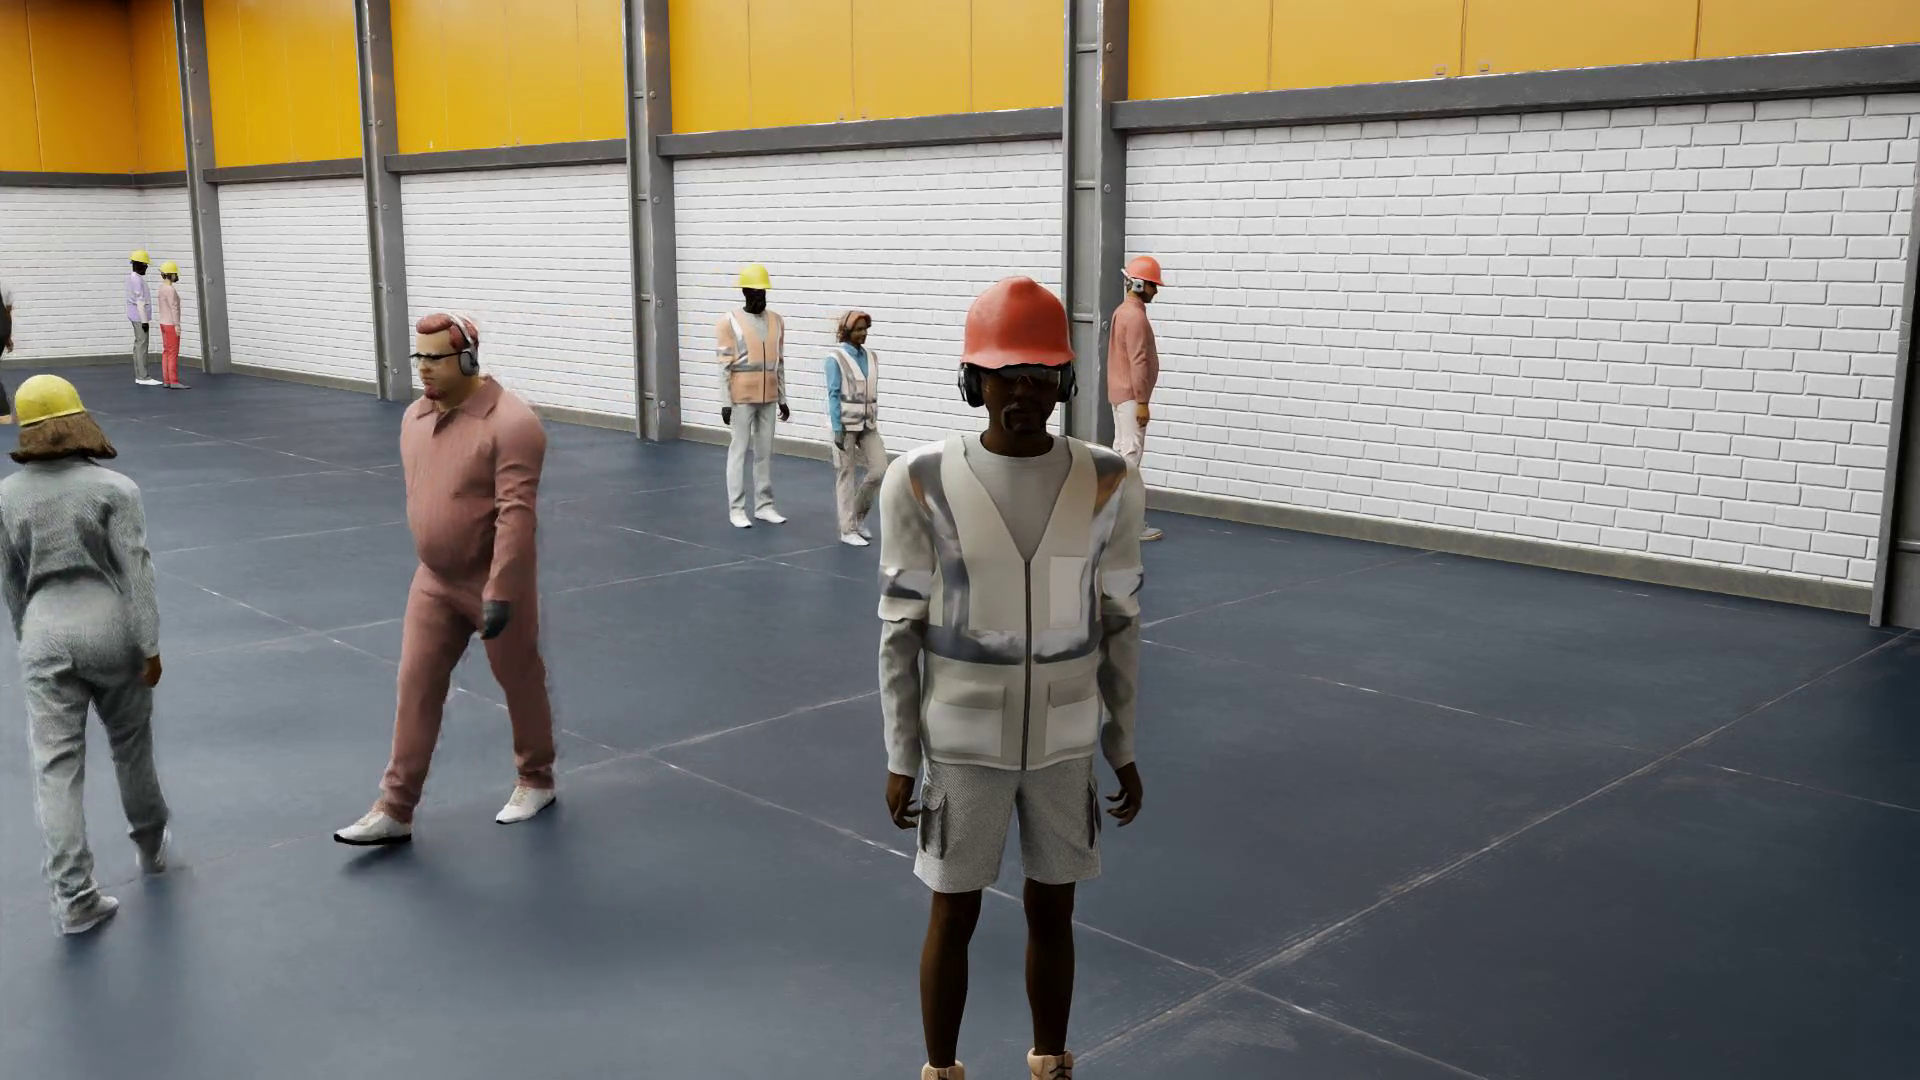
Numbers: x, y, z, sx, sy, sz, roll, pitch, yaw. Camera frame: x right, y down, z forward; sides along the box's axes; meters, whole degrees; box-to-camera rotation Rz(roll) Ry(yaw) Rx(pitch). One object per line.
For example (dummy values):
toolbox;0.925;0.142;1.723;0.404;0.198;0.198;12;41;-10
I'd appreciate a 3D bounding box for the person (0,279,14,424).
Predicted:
person;-11.125;-2.322;18.806;0.840;2.000;0.700;2;11;8

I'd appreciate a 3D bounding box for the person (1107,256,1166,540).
person;1.239;-0.999;11.748;0.397;1.984;0.608;-1;10;-6

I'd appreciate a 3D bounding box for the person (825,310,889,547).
person;-0.707;-0.754;11.380;0.376;1.623;0.526;9;14;42

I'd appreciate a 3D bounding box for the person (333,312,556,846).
person;-1.770;0.157;5.794;0.645;1.861;0.948;5;11;25

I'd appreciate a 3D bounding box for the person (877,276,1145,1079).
person;0.124;0.444;3.715;0.604;2.044;0.375;-2;11;-11

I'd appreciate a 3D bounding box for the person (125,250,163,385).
person;-11.689;-3.172;23.767;0.373;1.921;0.585;-7;13;-34

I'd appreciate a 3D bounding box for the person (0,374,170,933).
person;-2.785;0.325;5.298;0.506;1.688;0.839;-2;11;-10

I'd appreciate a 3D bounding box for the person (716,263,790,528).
person;-1.505;-1.056;12.213;0.592;1.925;0.379;-9;14;-41

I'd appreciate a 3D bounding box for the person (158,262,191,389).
person;-10.954;-2.980;23.147;0.326;1.767;0.533;-9;14;-41
